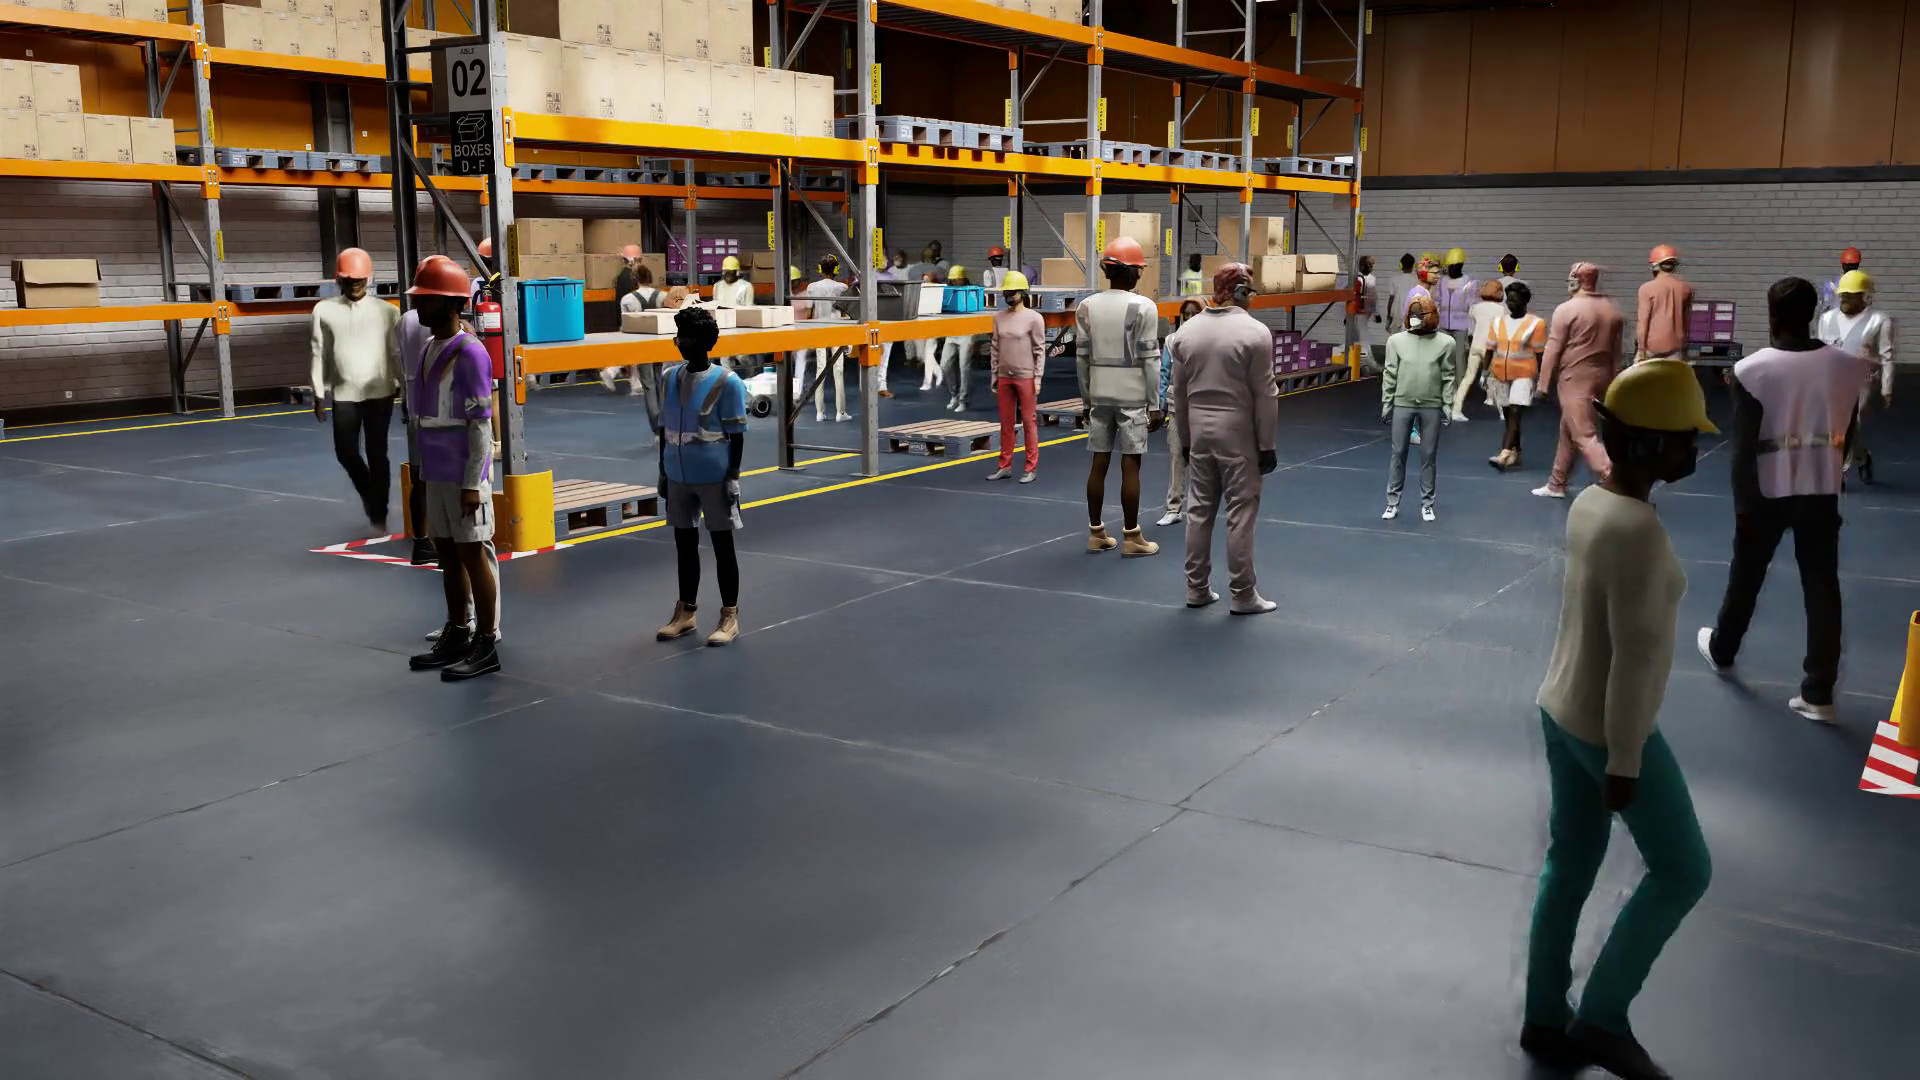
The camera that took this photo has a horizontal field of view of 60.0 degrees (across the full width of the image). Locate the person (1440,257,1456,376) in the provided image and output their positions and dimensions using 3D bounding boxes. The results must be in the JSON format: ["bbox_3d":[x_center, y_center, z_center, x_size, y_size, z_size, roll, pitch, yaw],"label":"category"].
[{"bbox_3d":[7.048,-3.243,24.241,0.779,1.811,0.598,9,13,40],"label":"person"}]

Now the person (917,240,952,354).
[{"bbox_3d":[-0.439,-4.329,29.620,0.702,2.000,0.536,4,11,22],"label":"person"}]

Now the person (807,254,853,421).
[{"bbox_3d":[-1.462,-2.257,18.611,0.530,1.869,0.311,2,10,10],"label":"person"}]

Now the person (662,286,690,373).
[{"bbox_3d":[-2.471,-1.404,14.569,0.287,1.629,0.499,-1,10,-6],"label":"person"}]

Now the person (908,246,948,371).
[{"bbox_3d":[-0.503,-3.559,25.667,0.659,1.923,0.487,-1,10,-8],"label":"person"}]

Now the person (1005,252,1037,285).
[{"bbox_3d":[0.903,-3.693,26.464,0.653,1.906,0.408,-3,11,-15],"label":"person"}]

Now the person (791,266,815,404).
[{"bbox_3d":[-1.951,-2.502,20.418,0.548,1.716,0.938,4,11,22],"label":"person"}]

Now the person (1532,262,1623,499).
[{"bbox_3d":[4.785,-1.178,12.674,0.637,1.866,0.967,-7,12,-32],"label":"person"}]

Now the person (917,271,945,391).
[{"bbox_3d":[-0.393,-2.849,22.600,0.518,1.611,0.704,7,12,35],"label":"person"}]

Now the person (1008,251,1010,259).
[{"bbox_3d":[1.015,-4.477,31.022,0.895,1.840,0.598,-3,11,-15],"label":"person"}]

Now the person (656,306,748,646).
[{"bbox_3d":[-1.303,-0.316,8.335,0.532,1.697,0.319,5,12,27],"label":"person"}]

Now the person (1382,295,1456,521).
[{"bbox_3d":[3.300,-0.944,11.993,0.504,1.631,0.281,3,11,18],"label":"person"}]

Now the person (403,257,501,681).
[{"bbox_3d":[-2.363,-0.325,7.706,0.347,1.943,0.545,-10,14,-43],"label":"person"}]

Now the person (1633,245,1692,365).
[{"bbox_3d":[7.024,-1.969,16.749,0.628,1.967,0.698,-2,10,-9],"label":"person"}]

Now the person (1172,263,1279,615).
[{"bbox_3d":[1.466,-0.546,9.051,0.638,1.902,0.406,10,14,43],"label":"person"}]

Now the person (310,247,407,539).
[{"bbox_3d":[-4.089,-1.013,11.408,0.662,1.974,0.662,-1,10,-8],"label":"person"}]

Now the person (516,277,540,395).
[{"bbox_3d":[-5.756,-2.757,21.278,0.490,1.925,0.735,-1,10,-6],"label":"person"}]

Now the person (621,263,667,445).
[{"bbox_3d":[-3.096,-1.869,16.692,0.578,1.794,0.897,-4,11,-19],"label":"person"}]

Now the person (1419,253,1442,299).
[{"bbox_3d":[6.214,-2.851,21.952,0.982,1.852,0.599,-2,10,-11],"label":"person"}]

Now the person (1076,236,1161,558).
[{"bbox_3d":[1.027,-0.904,10.635,0.607,2.044,0.377,8,13,37],"label":"person"}]

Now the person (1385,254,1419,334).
[{"bbox_3d":[6.358,-3.158,23.747,0.527,1.813,0.950,3,11,18],"label":"person"}]

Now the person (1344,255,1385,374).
[{"bbox_3d":[6.124,-3.439,25.405,0.892,1.796,0.641,8,13,39],"label":"person"}]

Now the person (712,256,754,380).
[{"bbox_3d":[-2.964,-2.767,21.561,0.615,1.825,0.485,4,11,22],"label":"person"}]

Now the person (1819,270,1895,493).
[{"bbox_3d":[7.255,-1.282,13.447,0.848,1.799,0.613,-6,12,-32],"label":"person"}]

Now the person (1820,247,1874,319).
[{"bbox_3d":[10.558,-2.513,19.844,0.551,1.934,0.373,3,11,18],"label":"person"}]

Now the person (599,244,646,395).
[{"bbox_3d":[-4.359,-2.851,21.638,0.628,1.972,0.618,-3,11,-18],"label":"person"}]

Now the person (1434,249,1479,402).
[{"bbox_3d":[6.152,-2.661,20.780,0.596,1.907,0.523,9,14,41],"label":"person"}]

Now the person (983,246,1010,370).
[{"bbox_3d":[0.578,-3.602,25.899,0.542,1.931,0.366,-6,12,-31],"label":"person"}]

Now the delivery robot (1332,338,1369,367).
[{"bbox_3d":[5.837,-2.772,24.846,0.477,0.478,0.707,-2,10,-9],"label":"delivery robot"}]

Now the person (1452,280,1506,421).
[{"bbox_3d":[5.872,-2.112,18.601,0.871,1.576,0.524,-6,12,-29],"label":"person"}]

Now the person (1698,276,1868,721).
[{"bbox_3d":[3.609,-0.208,7.284,0.587,1.855,1.044,1,10,5],"label":"person"}]

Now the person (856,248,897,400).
[{"bbox_3d":[-1.058,-2.745,21.190,0.672,1.931,0.346,-9,13,-39],"label":"person"}]

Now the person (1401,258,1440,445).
[{"bbox_3d":[4.547,-1.868,16.521,0.373,1.843,0.571,3,11,18],"label":"person"}]

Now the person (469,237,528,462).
[{"bbox_3d":[-4.256,-1.738,15.251,0.388,2.045,0.605,-8,13,-38],"label":"person"}]

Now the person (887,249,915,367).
[{"bbox_3d":[-0.886,-3.695,26.553,0.646,1.876,0.836,2,10,12],"label":"person"}]

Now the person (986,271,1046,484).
[{"bbox_3d":[0.468,-1.355,13.885,0.526,1.764,0.328,8,13,37],"label":"person"}]

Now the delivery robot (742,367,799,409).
[{"bbox_3d":[-2.213,-1.752,19.198,0.707,0.478,0.477,-8,13,-37],"label":"delivery robot"}]

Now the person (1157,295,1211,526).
[{"bbox_3d":[1.638,-0.897,11.714,0.515,1.639,0.307,6,12,29],"label":"person"}]

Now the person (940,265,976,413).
[{"bbox_3d":[-0.014,-2.351,19.536,0.486,1.731,0.361,7,12,35],"label":"person"}]

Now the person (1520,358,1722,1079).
[{"bbox_3d":[1.604,0.443,3.997,0.448,1.752,0.525,0,10,1],"label":"person"}]

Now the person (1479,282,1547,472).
[{"bbox_3d":[4.819,-1.428,14.619,0.836,1.650,0.541,-9,13,-40],"label":"person"}]

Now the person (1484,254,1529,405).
[{"bbox_3d":[6.684,-2.572,20.421,0.534,1.856,0.365,5,11,25],"label":"person"}]

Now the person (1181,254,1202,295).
[{"bbox_3d":[3.946,-3.848,27.642,0.644,1.787,0.971,-9,14,-41],"label":"person"}]

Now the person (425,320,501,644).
[{"bbox_3d":[-2.482,-0.280,8.281,0.308,1.645,0.514,-10,14,-44],"label":"person"}]

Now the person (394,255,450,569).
[{"bbox_3d":[-3.216,-0.784,10.291,0.541,1.932,0.382,6,12,32],"label":"person"}]
